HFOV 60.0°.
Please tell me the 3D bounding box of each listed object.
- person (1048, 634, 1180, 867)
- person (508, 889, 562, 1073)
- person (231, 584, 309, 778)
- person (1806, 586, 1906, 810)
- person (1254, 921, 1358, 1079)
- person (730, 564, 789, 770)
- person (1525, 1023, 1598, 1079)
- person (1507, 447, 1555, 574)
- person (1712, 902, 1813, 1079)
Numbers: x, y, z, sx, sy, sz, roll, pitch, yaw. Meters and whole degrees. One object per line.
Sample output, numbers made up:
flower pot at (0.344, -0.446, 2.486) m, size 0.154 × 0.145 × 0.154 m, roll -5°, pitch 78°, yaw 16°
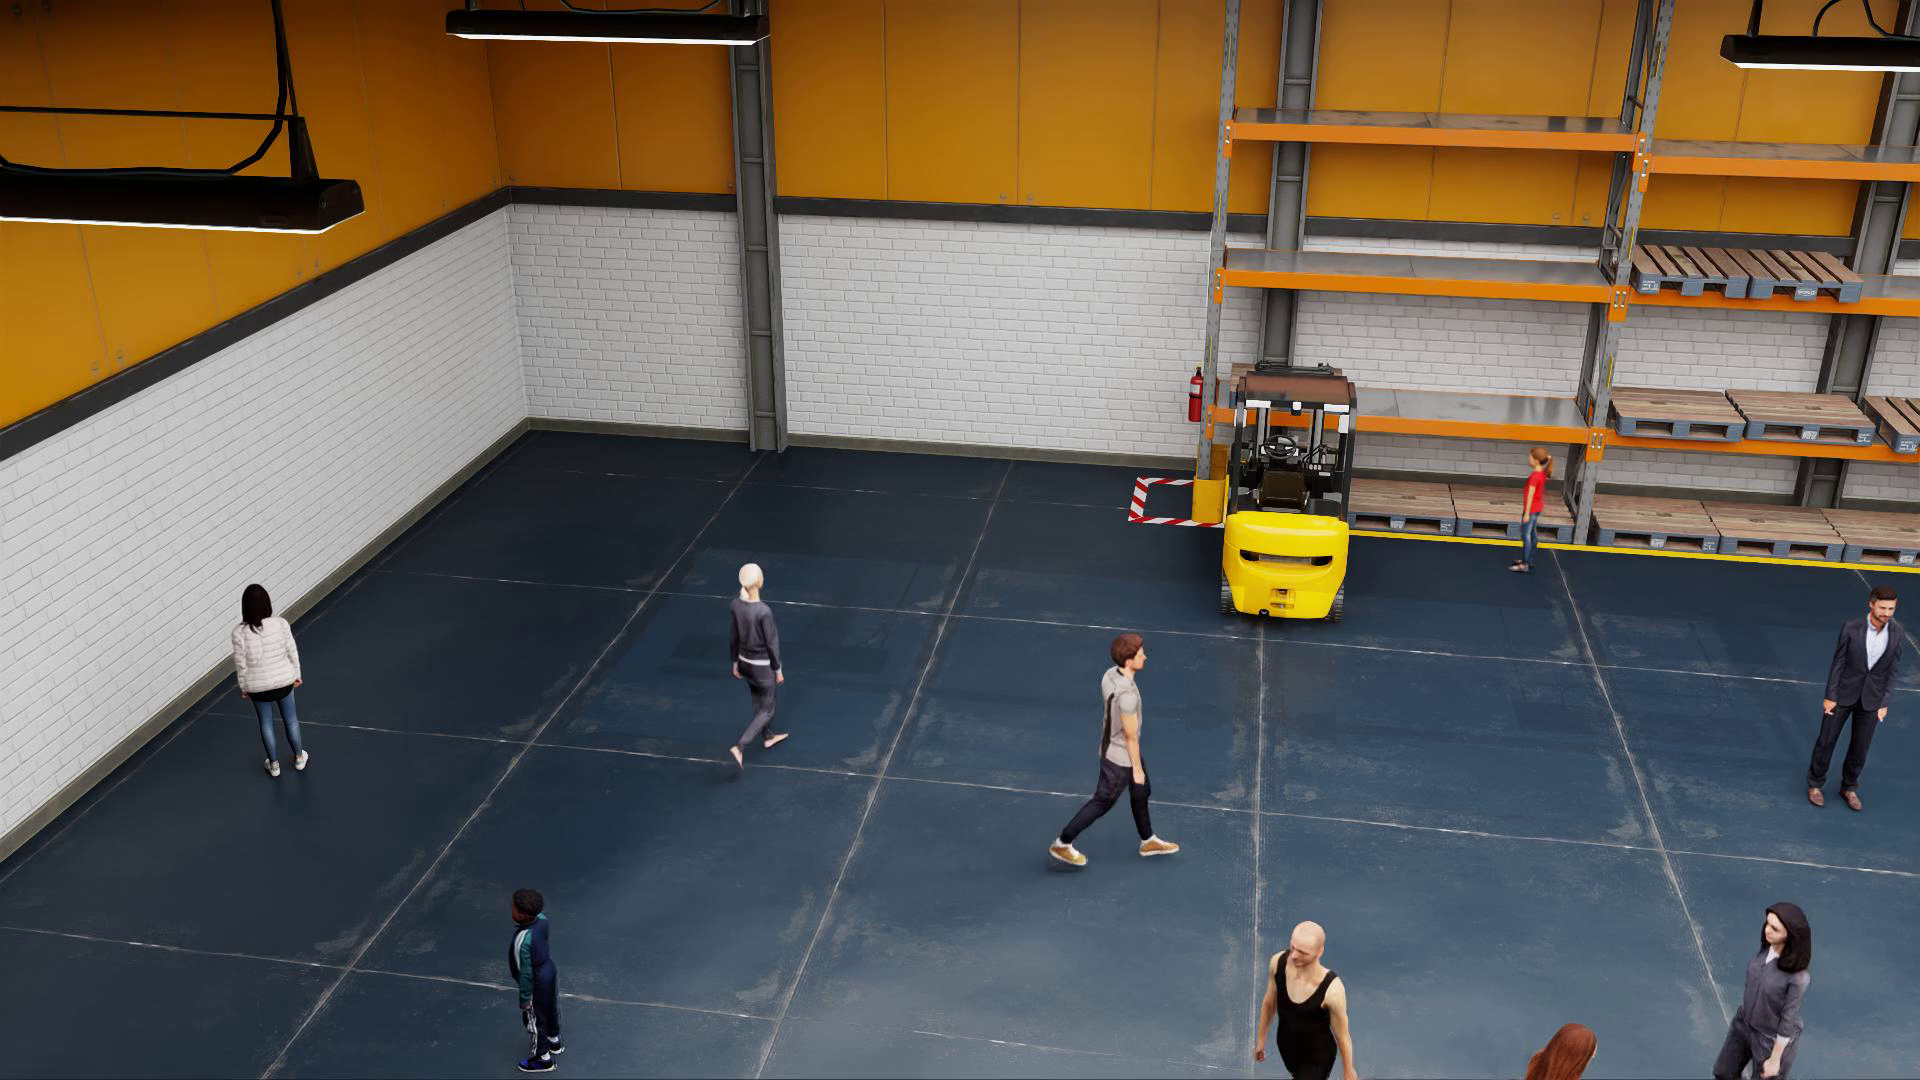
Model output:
person at (1.056, 1.558, 11.912) m, size 1.274 × 1.847 × 0.837 m, roll -1°, pitch 24°, yaw -3°
person at (-2.583, 2.661, 10.128) m, size 0.462 × 1.256 × 0.498 m, roll 4°, pitch 24°, yaw 10°
person at (-5.487, 1.103, 13.215) m, size 0.684 × 1.637 × 0.767 m, roll -12°, pitch 26°, yaw -26°
person at (6.860, 1.190, 12.729) m, size 0.529 × 1.866 × 0.686 m, roll 6°, pitch 24°, yaw 14°
person at (1.967, 2.805, 9.170) m, size 1.288 × 1.758 × 1.243 m, roll -16°, pitch 28°, yaw -32°
person at (-1.664, 1.017, 13.324) m, size 1.015 × 1.707 × 0.957 m, roll 17°, pitch 29°, yaw 33°
person at (2.857, 3.131, 8.494) m, size 0.857 × 1.702 × 0.650 m, roll 1°, pitch 24°, yaw 2°
person at (5.818, -0.311, 16.864) m, size 0.575 × 1.304 × 0.552 m, roll 13°, pitch 27°, yaw 27°
person at (4.581, 2.759, 9.284) m, size 0.745 × 1.752 × 0.707 m, roll -4°, pitch 24°, yaw -8°
